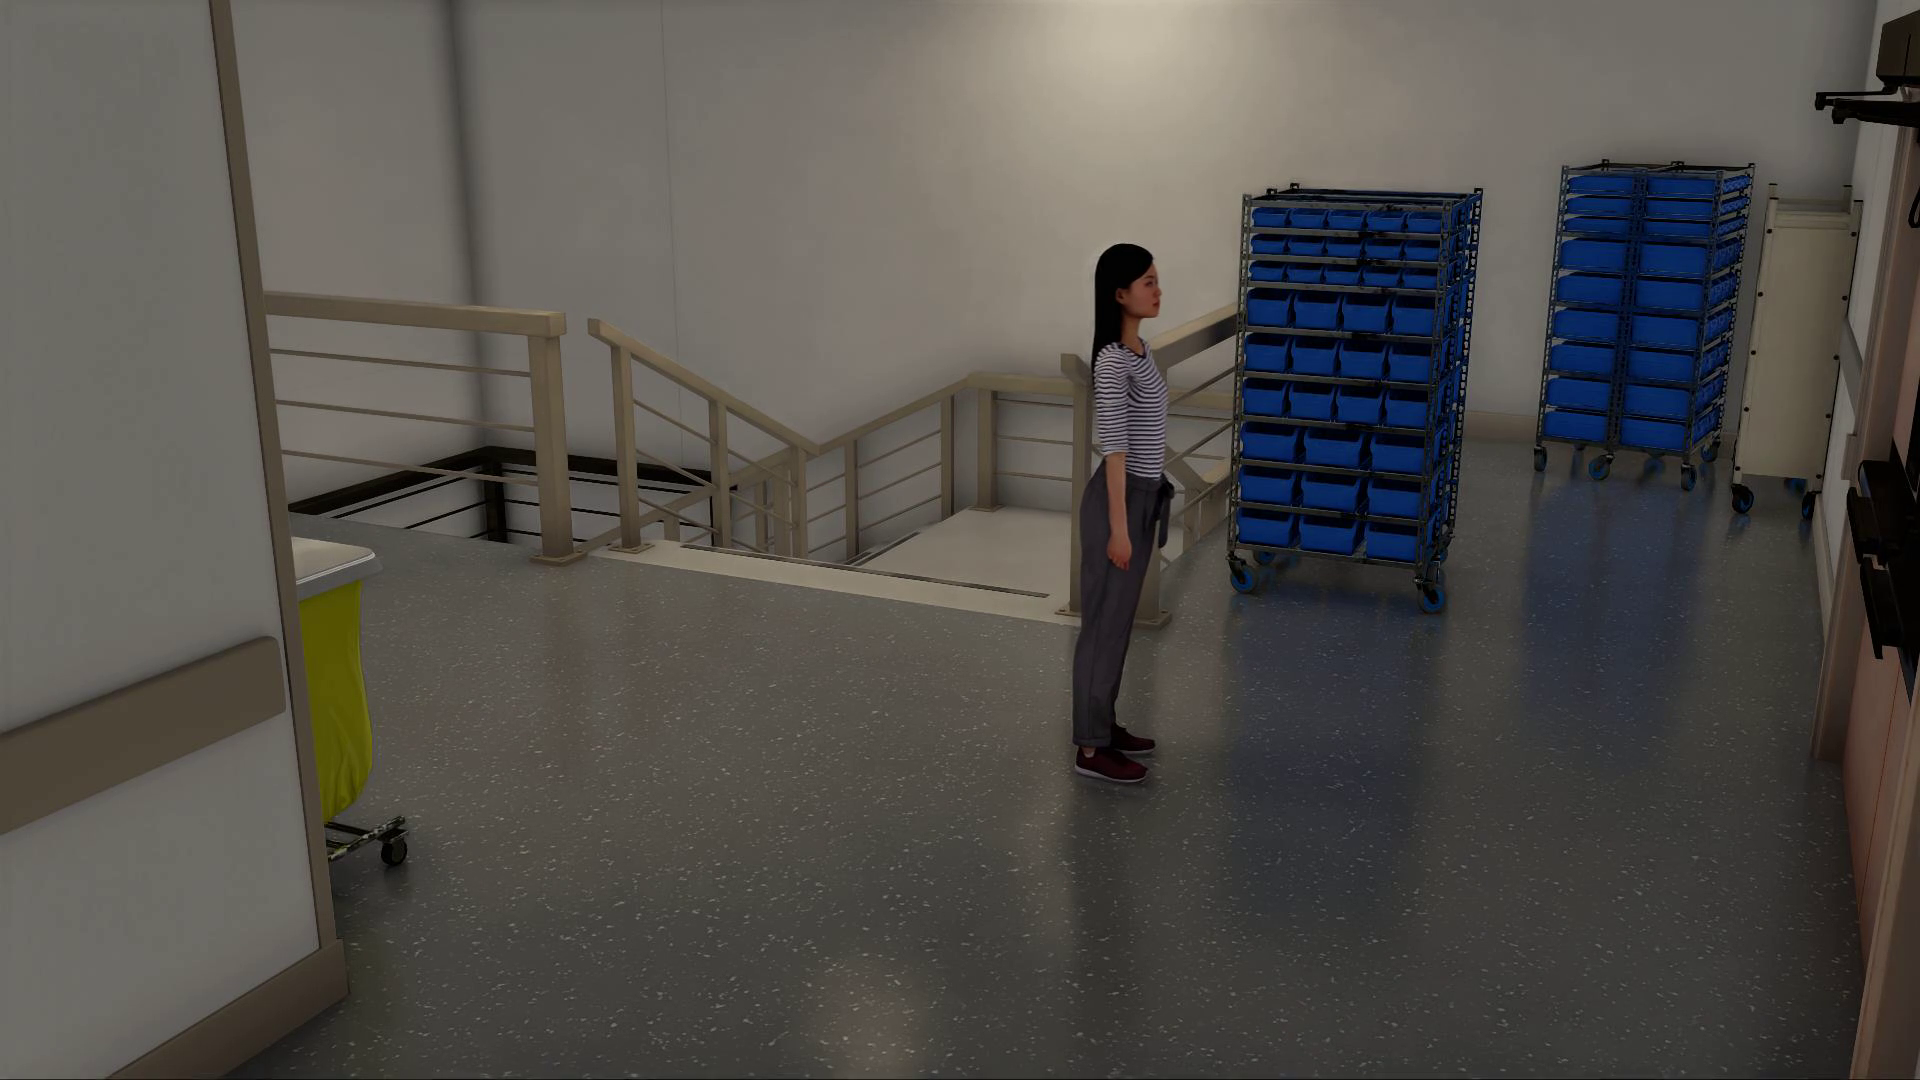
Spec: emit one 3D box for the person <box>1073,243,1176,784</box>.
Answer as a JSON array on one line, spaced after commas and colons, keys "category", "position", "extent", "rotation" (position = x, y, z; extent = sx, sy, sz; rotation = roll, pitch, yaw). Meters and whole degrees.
[{"category": "person", "position": [0.508, -0.086, 5.374], "extent": [0.693, 1.733, 0.520], "rotation": [4, 16, 14]}]
